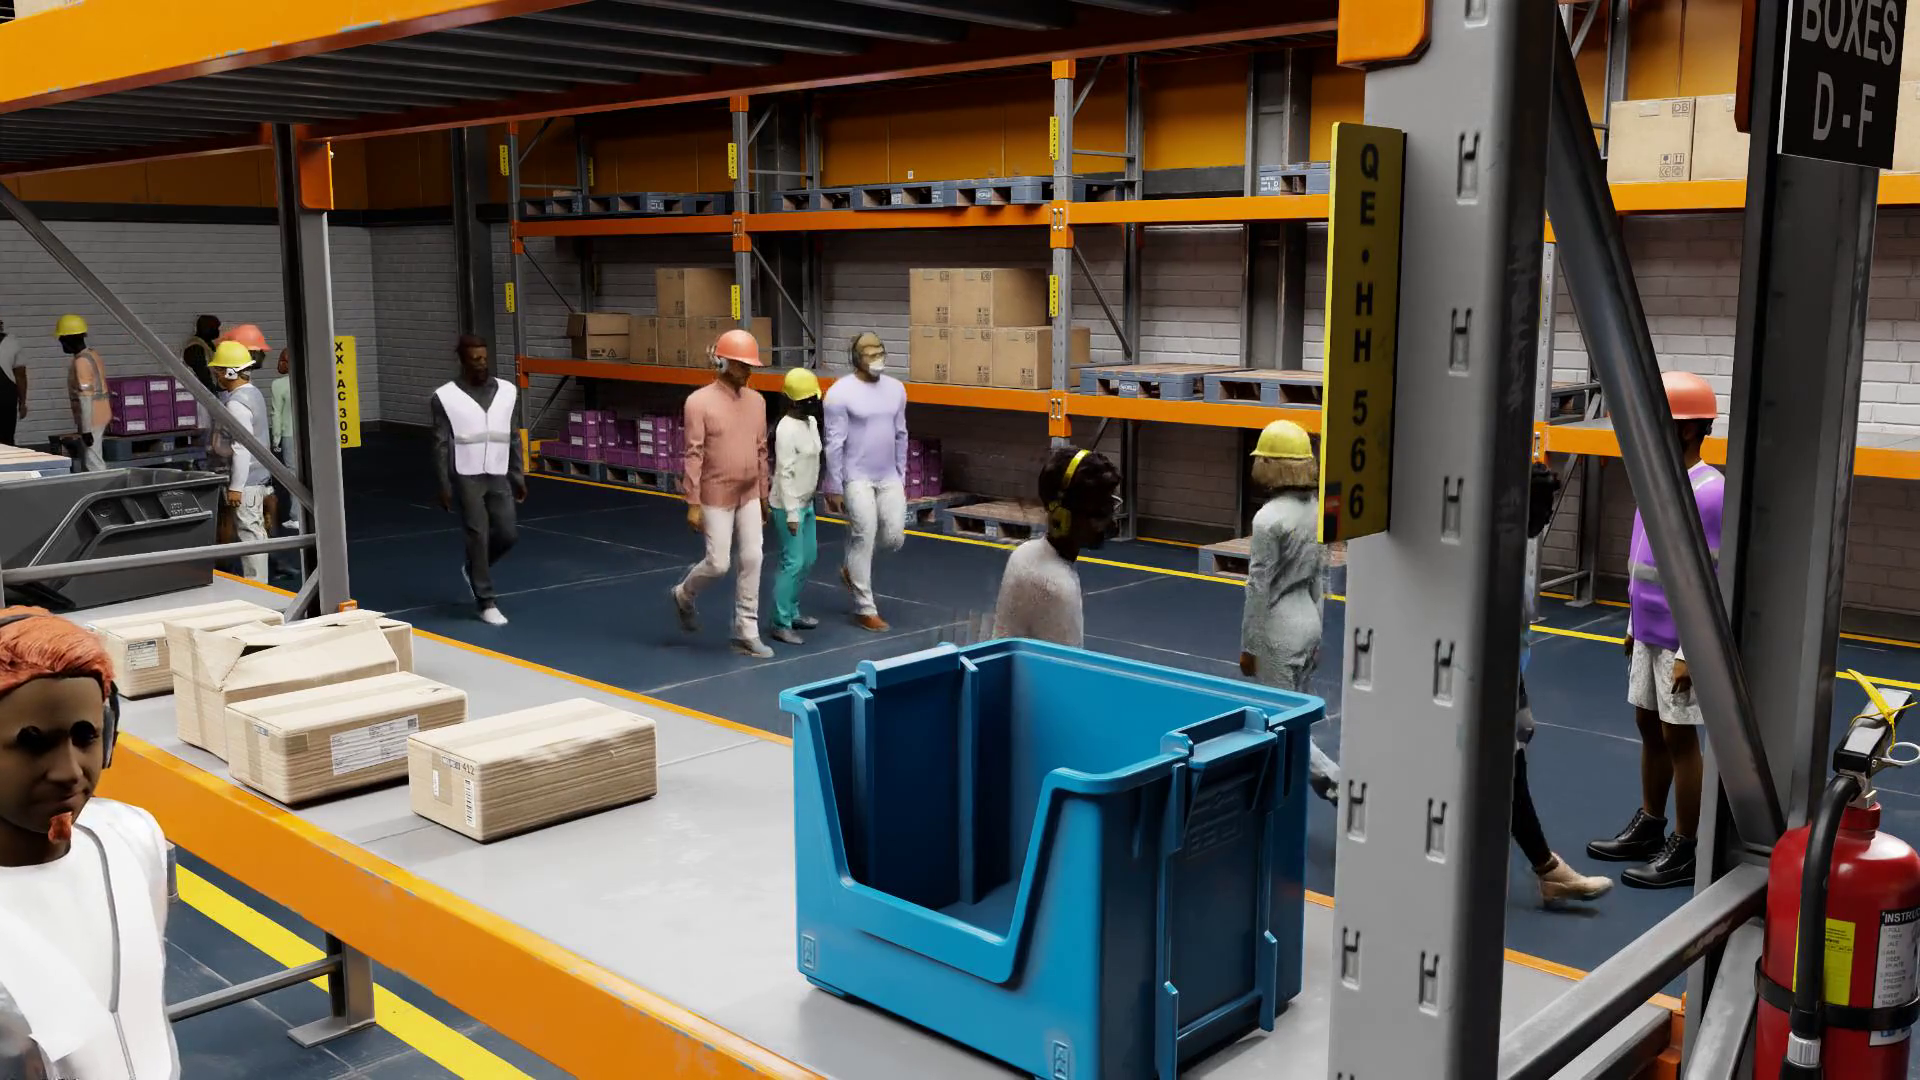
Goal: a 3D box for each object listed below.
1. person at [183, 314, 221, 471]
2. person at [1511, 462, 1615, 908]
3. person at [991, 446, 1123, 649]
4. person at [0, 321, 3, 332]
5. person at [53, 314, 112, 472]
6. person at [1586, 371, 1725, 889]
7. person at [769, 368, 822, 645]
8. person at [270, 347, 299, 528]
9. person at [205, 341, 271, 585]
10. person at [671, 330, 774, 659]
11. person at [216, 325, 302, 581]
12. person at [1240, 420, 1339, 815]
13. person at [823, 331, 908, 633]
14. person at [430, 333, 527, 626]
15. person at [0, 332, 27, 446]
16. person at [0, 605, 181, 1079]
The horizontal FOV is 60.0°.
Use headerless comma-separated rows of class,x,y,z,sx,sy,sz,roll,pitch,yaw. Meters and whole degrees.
person,-8.352,-1.610,18.609,0.792,1.802,0.626,0,9,-1
person,1.919,0.533,5.923,0.844,1.639,0.540,3,10,19
person,0.190,0.641,4.727,0.643,1.826,0.532,0,9,-1
person,-10.050,-1.375,17.119,0.692,1.828,1.011,3,10,19
person,-7.925,-1.088,15.083,0.412,1.912,0.592,-4,10,-23
person,2.651,0.338,6.253,0.354,1.939,0.545,0,9,-2
person,-1.004,-0.209,10.263,0.447,1.722,0.594,3,10,15
person,-5.927,-0.917,14.910,0.283,1.624,0.494,7,11,35
person,-4.869,-0.424,11.246,0.404,1.833,0.590,-3,10,-16
person,-1.453,-0.277,9.954,0.715,1.959,0.652,8,12,41
person,-5.101,-0.600,12.090,0.794,1.904,0.571,-5,10,-27
person,1.351,0.388,6.616,0.686,1.727,0.491,7,12,37
person,-0.630,-0.385,10.720,0.629,1.927,0.580,-7,12,-38
person,-3.168,-0.408,10.929,0.603,1.906,0.627,-9,13,-43
person,-9.926,-1.458,16.949,0.700,2.000,0.989,-7,12,-38
person,-1.227,1.019,2.254,0.357,1.881,0.574,1,9,7
